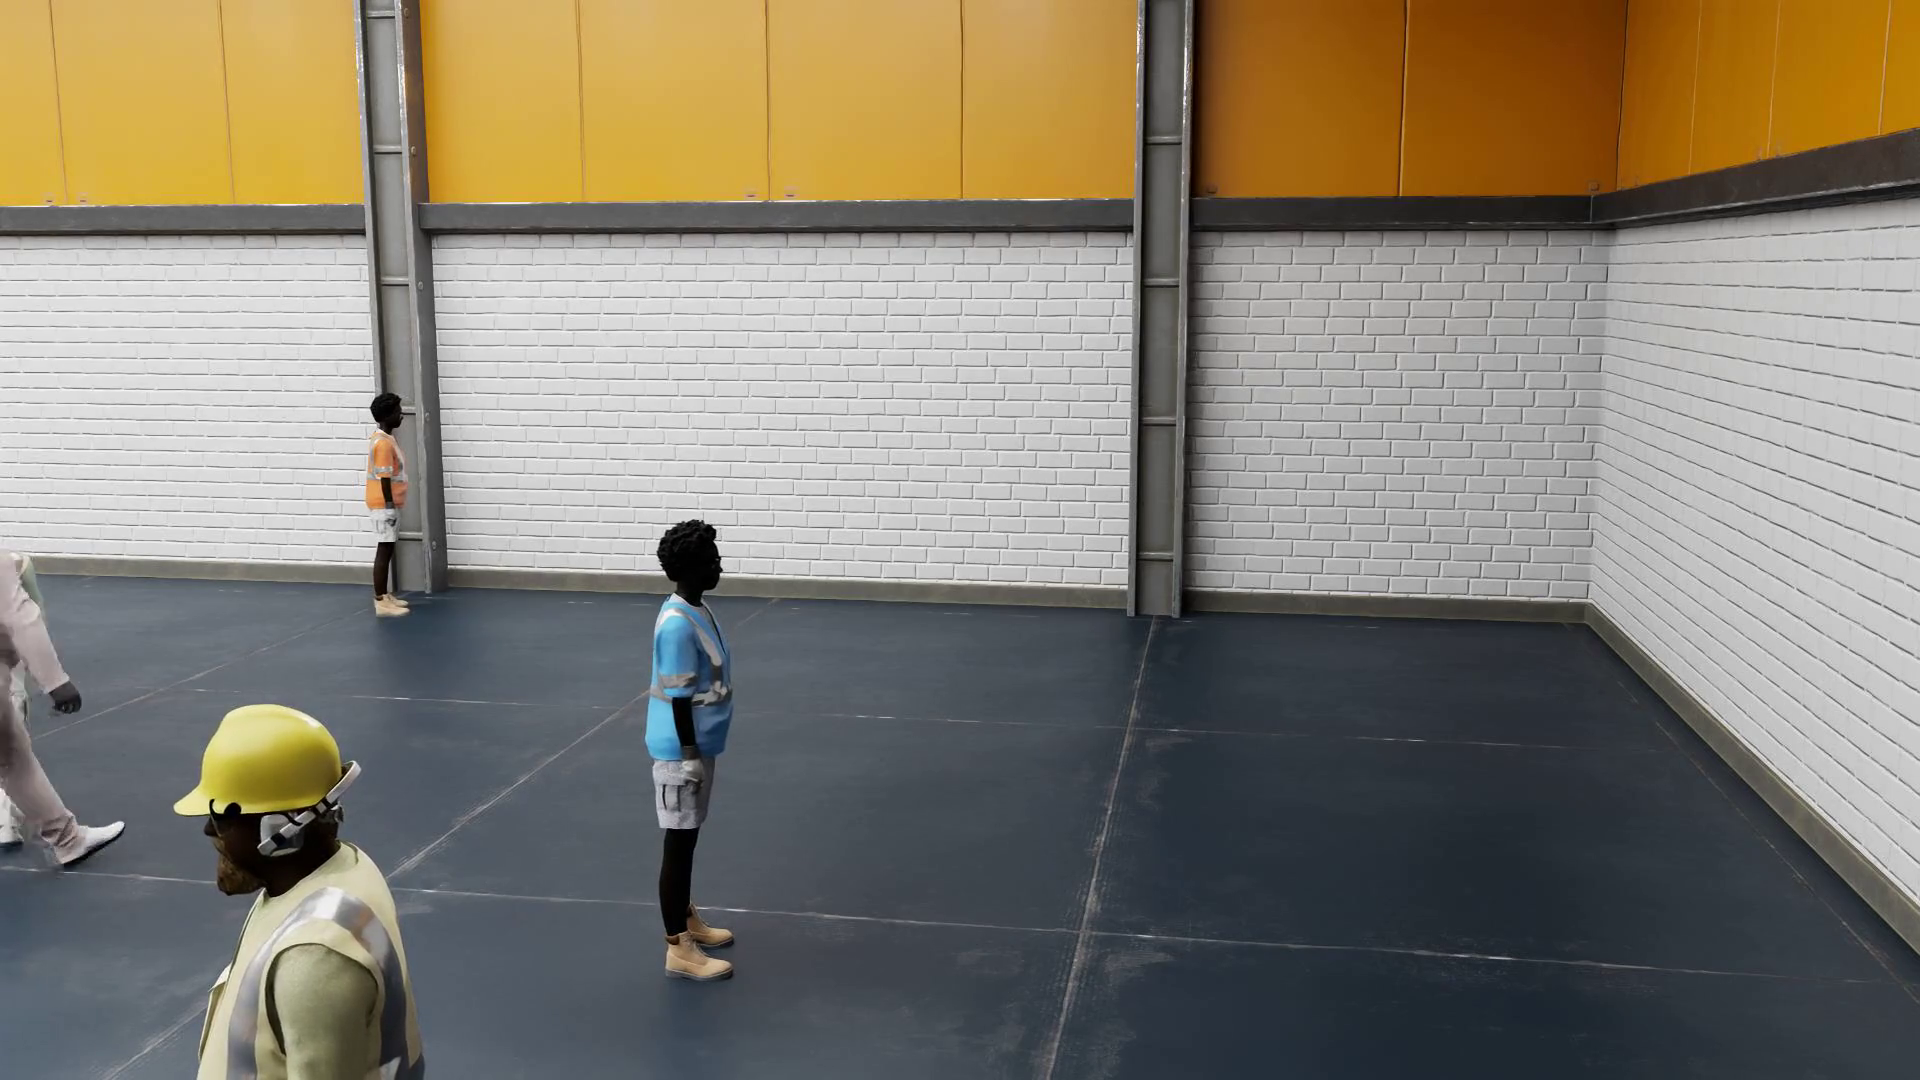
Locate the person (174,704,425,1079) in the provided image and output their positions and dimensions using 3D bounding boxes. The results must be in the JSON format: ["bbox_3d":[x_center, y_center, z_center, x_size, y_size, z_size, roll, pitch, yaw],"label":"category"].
[{"bbox_3d":[-1.213,1.200,3.132,0.403,1.825,0.591,-4,10,-22],"label":"person"}]

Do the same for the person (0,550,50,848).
[{"bbox_3d":[-4.474,0.583,7.624,0.545,1.589,0.863,-5,10,-28],"label":"person"}]

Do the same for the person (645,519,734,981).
[{"bbox_3d":[-1.000,0.765,6.186,0.322,1.697,0.530,-1,9,-3],"label":"person"}]

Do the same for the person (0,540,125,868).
[{"bbox_3d":[-3.971,0.571,6.893,0.671,1.847,1.001,8,12,41],"label":"person"}]

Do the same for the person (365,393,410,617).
[{"bbox_3d":[-4.327,-0.266,12.574,0.320,1.689,0.525,-3,10,-19],"label":"person"}]
